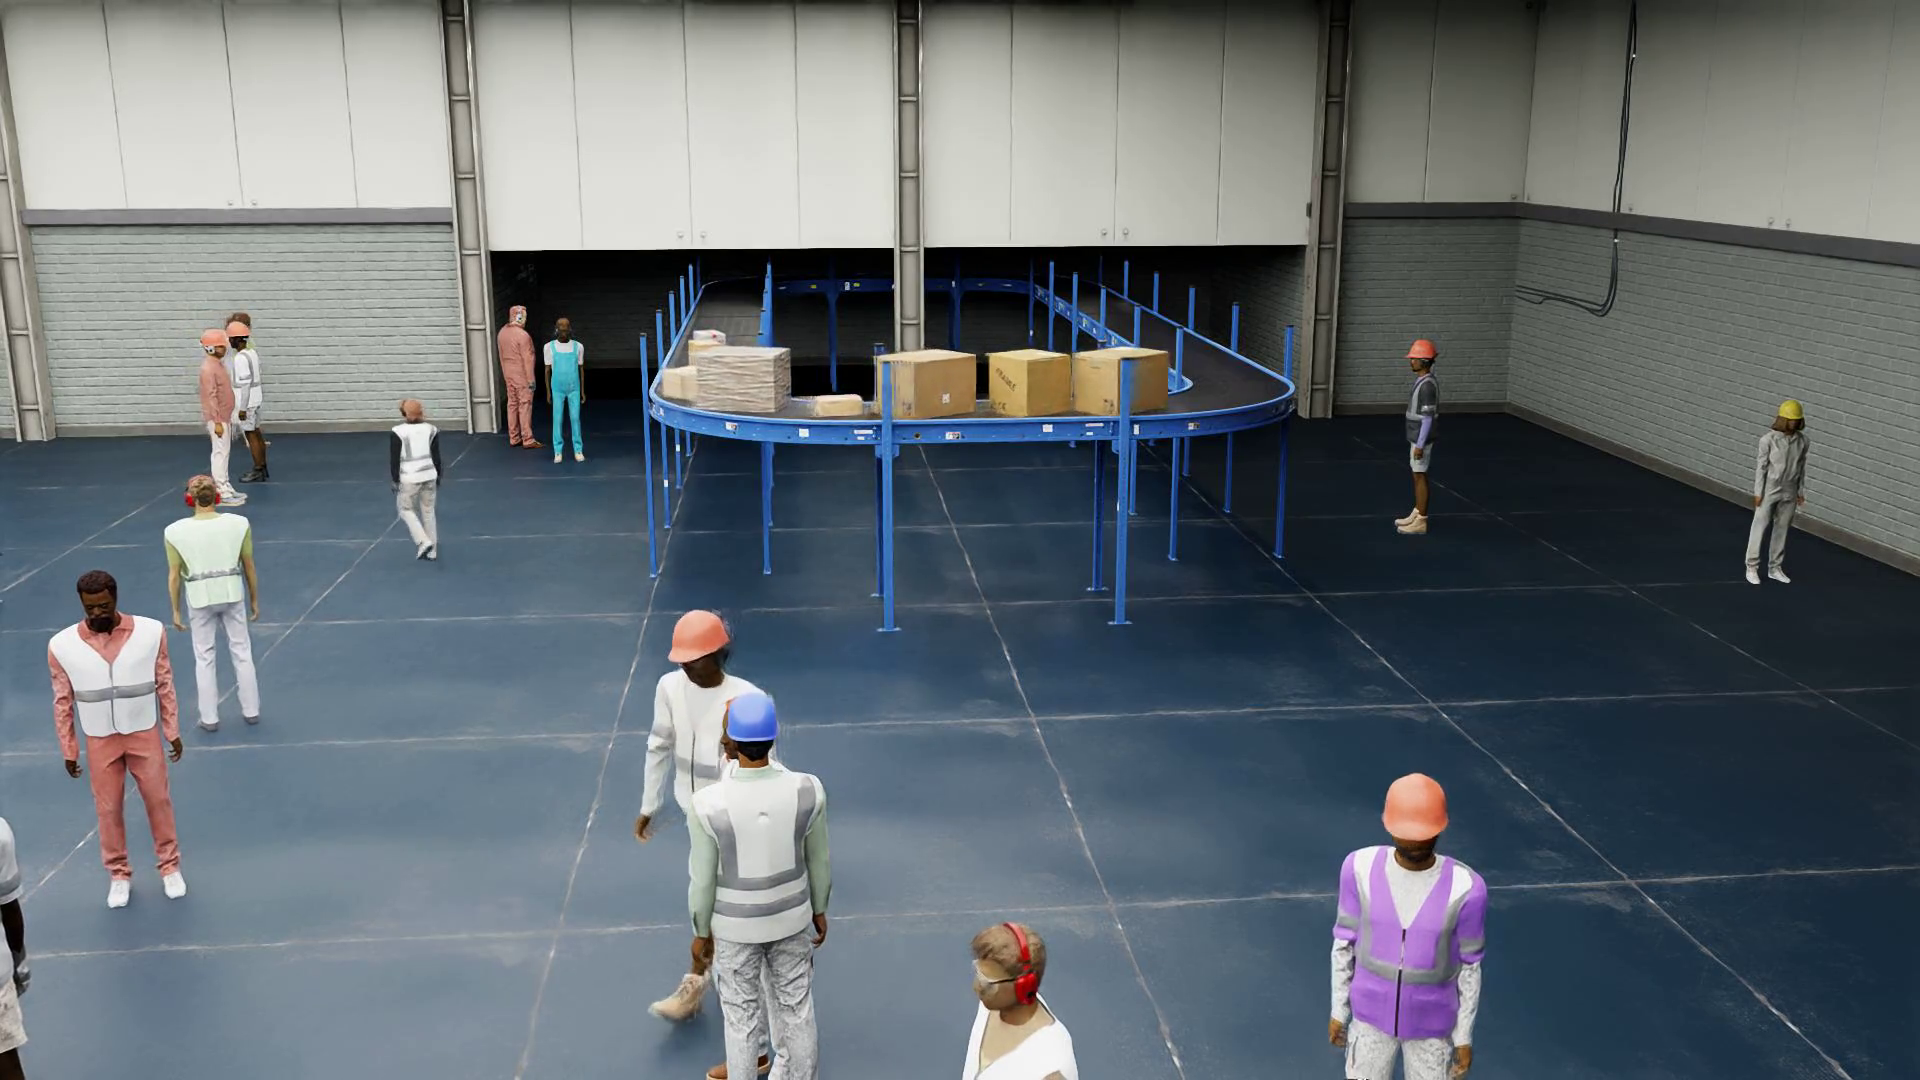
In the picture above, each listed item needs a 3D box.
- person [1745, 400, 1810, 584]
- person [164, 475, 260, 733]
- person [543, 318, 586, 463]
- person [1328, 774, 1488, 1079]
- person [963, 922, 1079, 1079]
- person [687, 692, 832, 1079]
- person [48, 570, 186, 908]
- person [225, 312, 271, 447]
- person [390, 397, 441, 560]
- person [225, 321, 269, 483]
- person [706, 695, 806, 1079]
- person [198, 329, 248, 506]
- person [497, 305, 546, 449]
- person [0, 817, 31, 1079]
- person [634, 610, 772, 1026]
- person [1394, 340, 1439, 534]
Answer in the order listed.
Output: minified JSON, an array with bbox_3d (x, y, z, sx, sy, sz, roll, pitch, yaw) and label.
[{"bbox_3d":[7.667,-0.446,15.541,0.489,1.743,0.323,-2,14,-6],"label":"person"},{"bbox_3d":[-5.261,0.455,11.758,0.573,1.836,0.389,-9,17,-32],"label":"person"},{"bbox_3d":[-5.015,-1.904,21.168,0.508,1.847,0.345,-5,15,-20],"label":"person"},{"bbox_3d":[1.653,1.786,6.232,0.553,1.934,0.377,6,15,23],"label":"person"},{"bbox_3d":[0.189,2.062,5.300,0.390,1.846,0.564,-6,15,-21],"label":"person"},{"bbox_3d":[-0.844,1.582,7.014,0.615,1.945,0.405,-6,15,-21],"label":"person"},{"bbox_3d":[-4.616,1.074,9.137,0.598,1.907,0.407,-7,16,-27],"label":"person"},{"bbox_3d":[-9.569,-2.128,22.110,0.584,1.822,0.649,0,14,-1],"label":"person"},{"bbox_3d":[-5.314,-0.586,16.316,0.382,1.627,0.553,12,18,39],"label":"person"},{"bbox_3d":[-8.586,-1.655,19.984,0.362,1.935,0.553,-2,14,-9],"label":"person"},{"bbox_3d":[-0.886,1.562,7.224,0.354,1.883,0.572,-11,18,-37],"label":"person"},{"bbox_3d":[-8.348,-1.383,18.781,0.381,1.994,0.617,-4,15,-16],"label":"person"},{"bbox_3d":[-5.823,-2.158,22.074,0.639,1.902,0.407,12,19,41],"label":"person"},{"bbox_3d":[-3.965,1.710,6.501,0.603,1.957,0.391,-11,18,-37],"label":"person"},{"bbox_3d":[-1.235,1.294,8.106,0.610,1.980,1.089,7,16,27],"label":"person"},{"bbox_3d":[4.809,-1.080,17.469,0.373,2.043,0.615,3,14,11],"label":"person"}]
